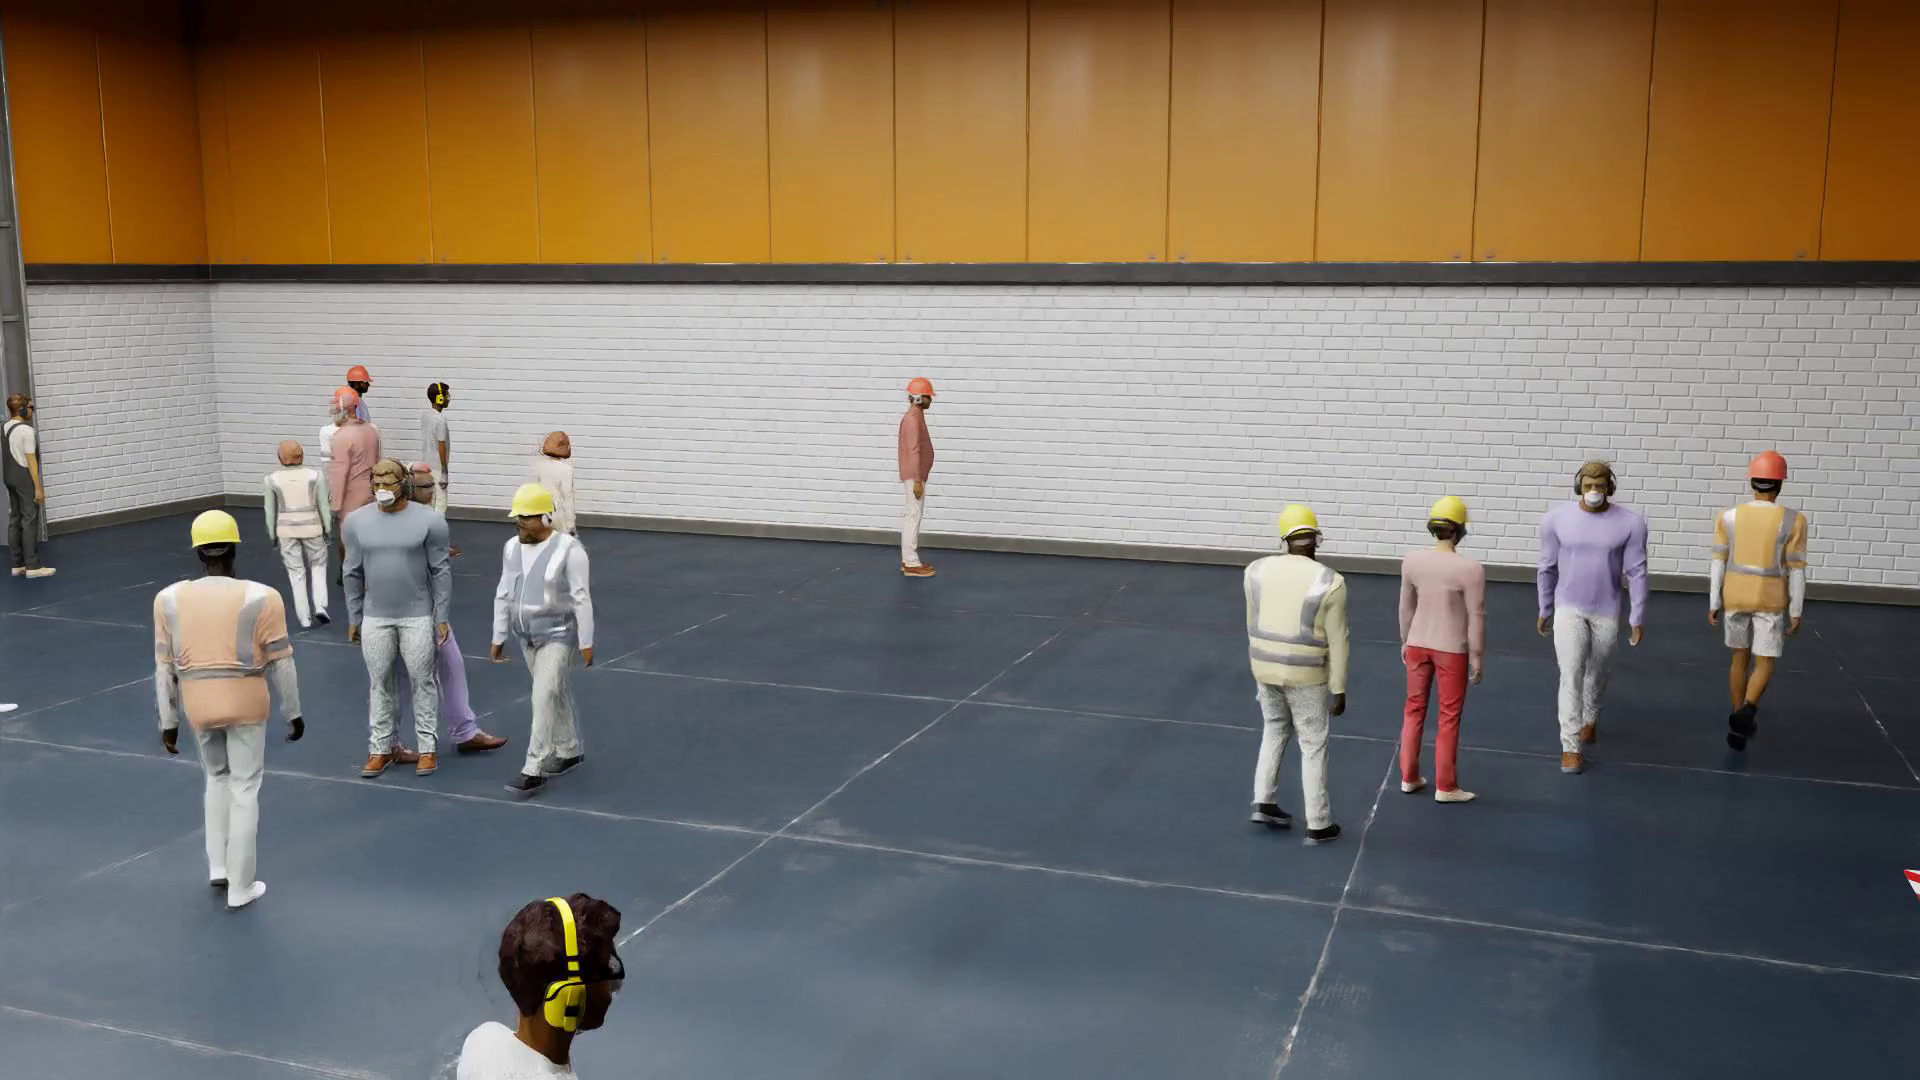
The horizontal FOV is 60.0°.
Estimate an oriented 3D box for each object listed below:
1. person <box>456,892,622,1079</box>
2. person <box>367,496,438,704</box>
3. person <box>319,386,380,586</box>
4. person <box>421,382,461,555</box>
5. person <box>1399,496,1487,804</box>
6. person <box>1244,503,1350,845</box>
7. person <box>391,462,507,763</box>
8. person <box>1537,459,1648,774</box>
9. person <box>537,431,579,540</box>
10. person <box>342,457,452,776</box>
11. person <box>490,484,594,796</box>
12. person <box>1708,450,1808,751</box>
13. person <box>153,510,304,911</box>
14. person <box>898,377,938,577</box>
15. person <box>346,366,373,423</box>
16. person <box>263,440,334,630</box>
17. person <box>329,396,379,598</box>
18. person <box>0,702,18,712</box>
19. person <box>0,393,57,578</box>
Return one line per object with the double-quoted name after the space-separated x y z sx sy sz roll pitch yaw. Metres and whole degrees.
-0.764 1.591 3.355 0.728 1.836 0.489 -9 13 -44 "person"
-3.969 0.320 11.949 0.507 1.607 0.776 2 9 15 "person"
-5.895 -0.523 16.119 0.551 1.940 0.349 -5 10 -27 "person"
-5.605 -0.757 17.833 0.342 1.863 0.524 -8 12 -40 "person"
2.761 0.629 9.526 0.323 1.765 0.546 -9 13 -44 "person"
1.805 0.705 8.936 0.614 1.803 0.429 7 11 37 "person"
-3.235 0.458 10.236 0.821 1.878 0.649 1 9 4 "person"
3.933 0.429 10.385 0.643 1.899 0.999 3 10 19 "person"
-3.633 -0.176 14.968 0.500 1.620 0.394 7 12 39 "person"
-3.377 0.463 10.013 0.630 1.938 0.369 -1 9 -4 "person"
-2.514 0.576 9.725 0.623 1.793 0.844 5 11 30 "person"
5.038 0.393 10.564 0.550 1.916 0.804 8 12 39 "person"
-3.493 0.804 7.994 0.614 1.901 0.554 0 9 -2 "person"
-0.419 -0.637 16.671 0.402 1.990 0.622 -1 9 -4 "person"
-7.049 -1.080 19.585 0.357 1.937 0.551 -3 10 -20 "person"
-5.604 -0.045 14.113 0.533 1.618 0.371 -3 10 -20 "person"
-5.663 -0.401 15.581 0.442 1.897 0.701 2 9 9 "person"
-6.887 0.293 11.167 0.765 1.908 0.588 -5 10 -28 "person"
-9.320 -0.544 16.553 0.515 1.843 0.328 6 11 31 "person"
